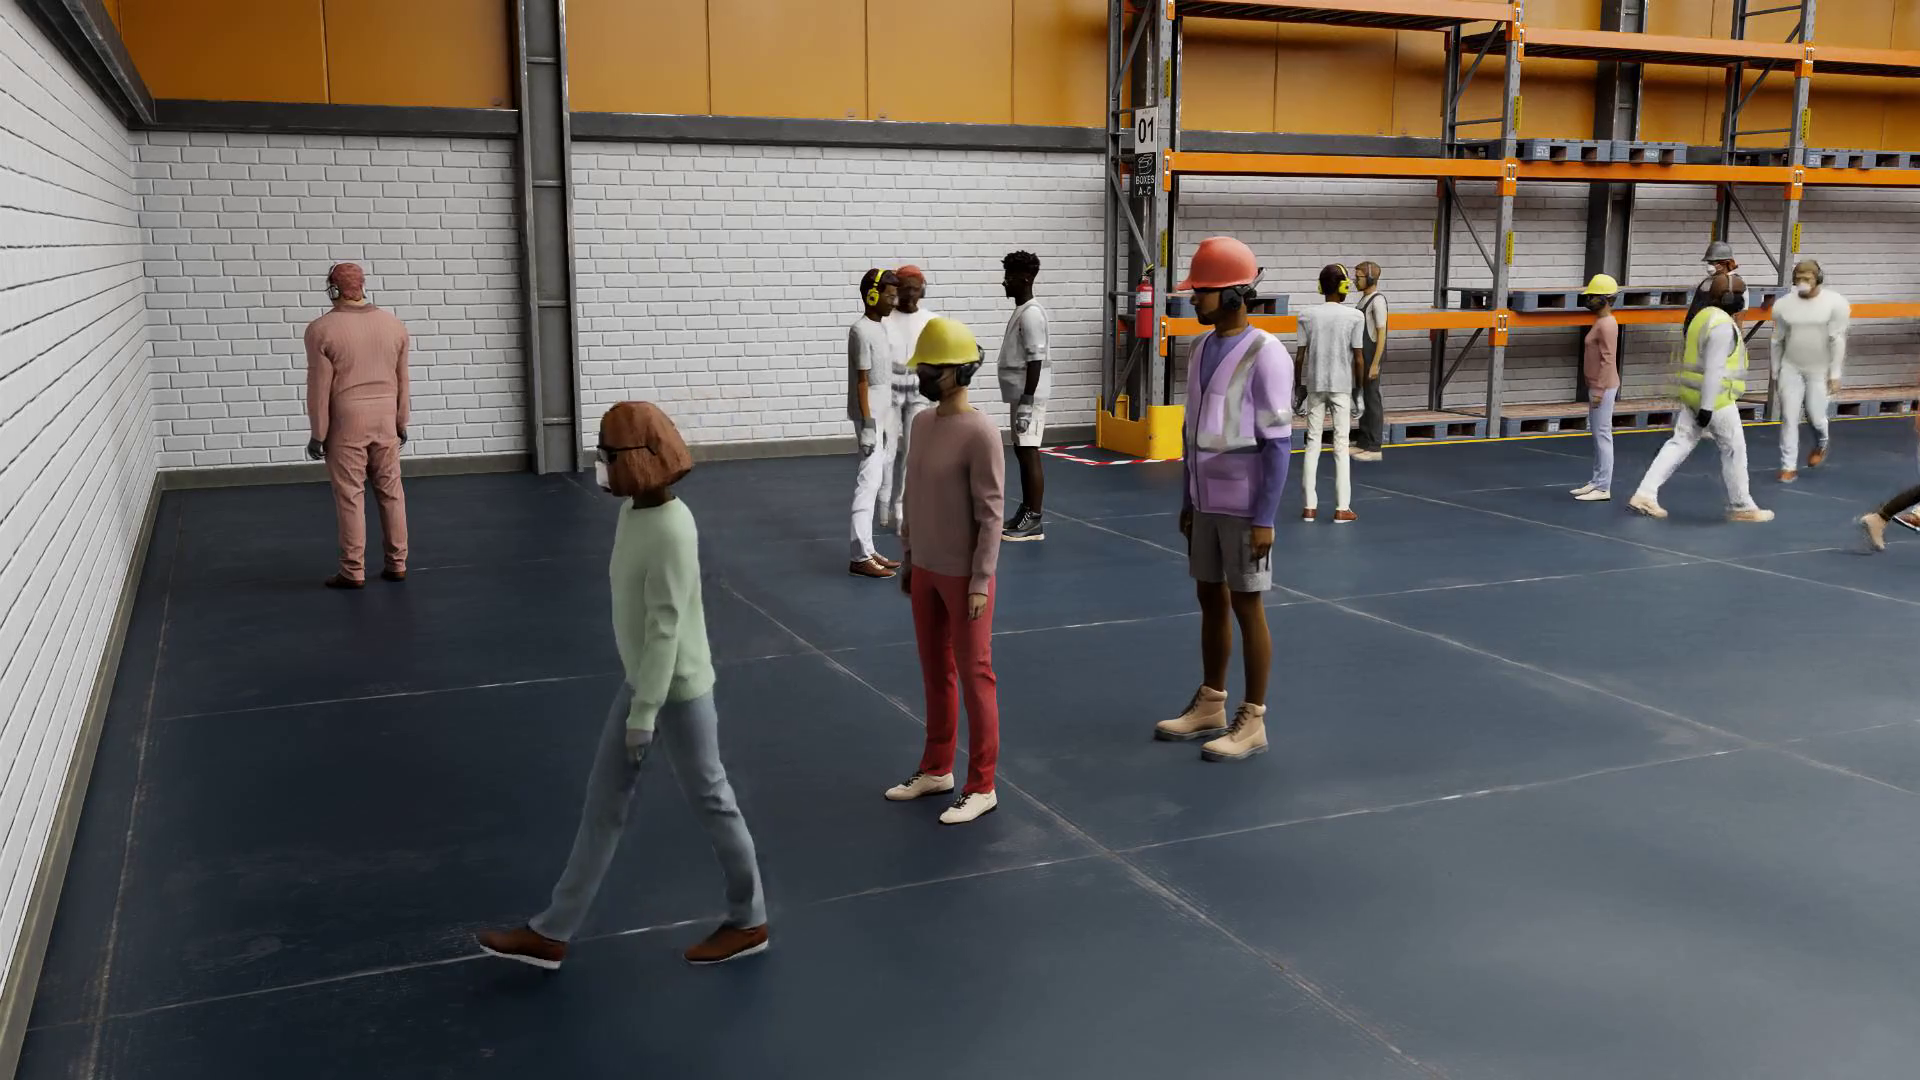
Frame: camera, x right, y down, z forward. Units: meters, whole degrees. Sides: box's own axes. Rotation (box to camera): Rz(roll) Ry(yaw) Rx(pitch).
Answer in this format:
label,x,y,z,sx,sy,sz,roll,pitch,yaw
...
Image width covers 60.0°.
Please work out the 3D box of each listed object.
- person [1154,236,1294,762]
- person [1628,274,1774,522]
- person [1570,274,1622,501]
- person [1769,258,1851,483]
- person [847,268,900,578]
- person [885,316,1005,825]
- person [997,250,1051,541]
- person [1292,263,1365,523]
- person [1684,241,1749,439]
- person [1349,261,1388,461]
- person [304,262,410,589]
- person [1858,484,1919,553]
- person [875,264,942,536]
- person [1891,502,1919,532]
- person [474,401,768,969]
label,x,y,z,sx,sy,sz,roll,pitch,yaw
person,1.034,-0.153,6.514,0.394,2.040,0.609,-5,11,-24
person,5.399,-1.024,12.075,0.967,1.801,0.625,1,10,5
person,4.994,-1.186,13.031,0.318,1.769,0.522,3,11,16
person,7.190,-1.438,14.080,0.621,1.898,0.706,9,14,41
person,-0.517,-0.709,10.106,0.327,1.863,0.534,1,10,5
person,-0.047,0.105,5.840,0.308,1.769,0.525,-7,13,-35
person,0.430,-0.979,11.320,0.366,1.965,0.607,-1,10,-5
person,2.668,-1.056,12.034,0.518,1.865,0.323,5,11,24
person,7.755,-2.067,17.175,0.535,2.000,0.682,-1,10,-5
person,3.775,-1.652,15.408,0.325,1.843,0.517,-1,10,-5
person,-3.534,-0.664,9.751,0.409,1.904,0.639,9,13,40
person,6.118,-0.672,10.425,0.719,1.670,0.536,6,12,30
person,-0.392,-0.960,11.485,0.603,1.868,0.457,-2,10,-10
person,6.930,-0.799,11.390,0.942,1.568,0.517,-2,10,-13
person,-0.903,0.425,4.511,0.830,1.586,0.525,-5,11,-26
